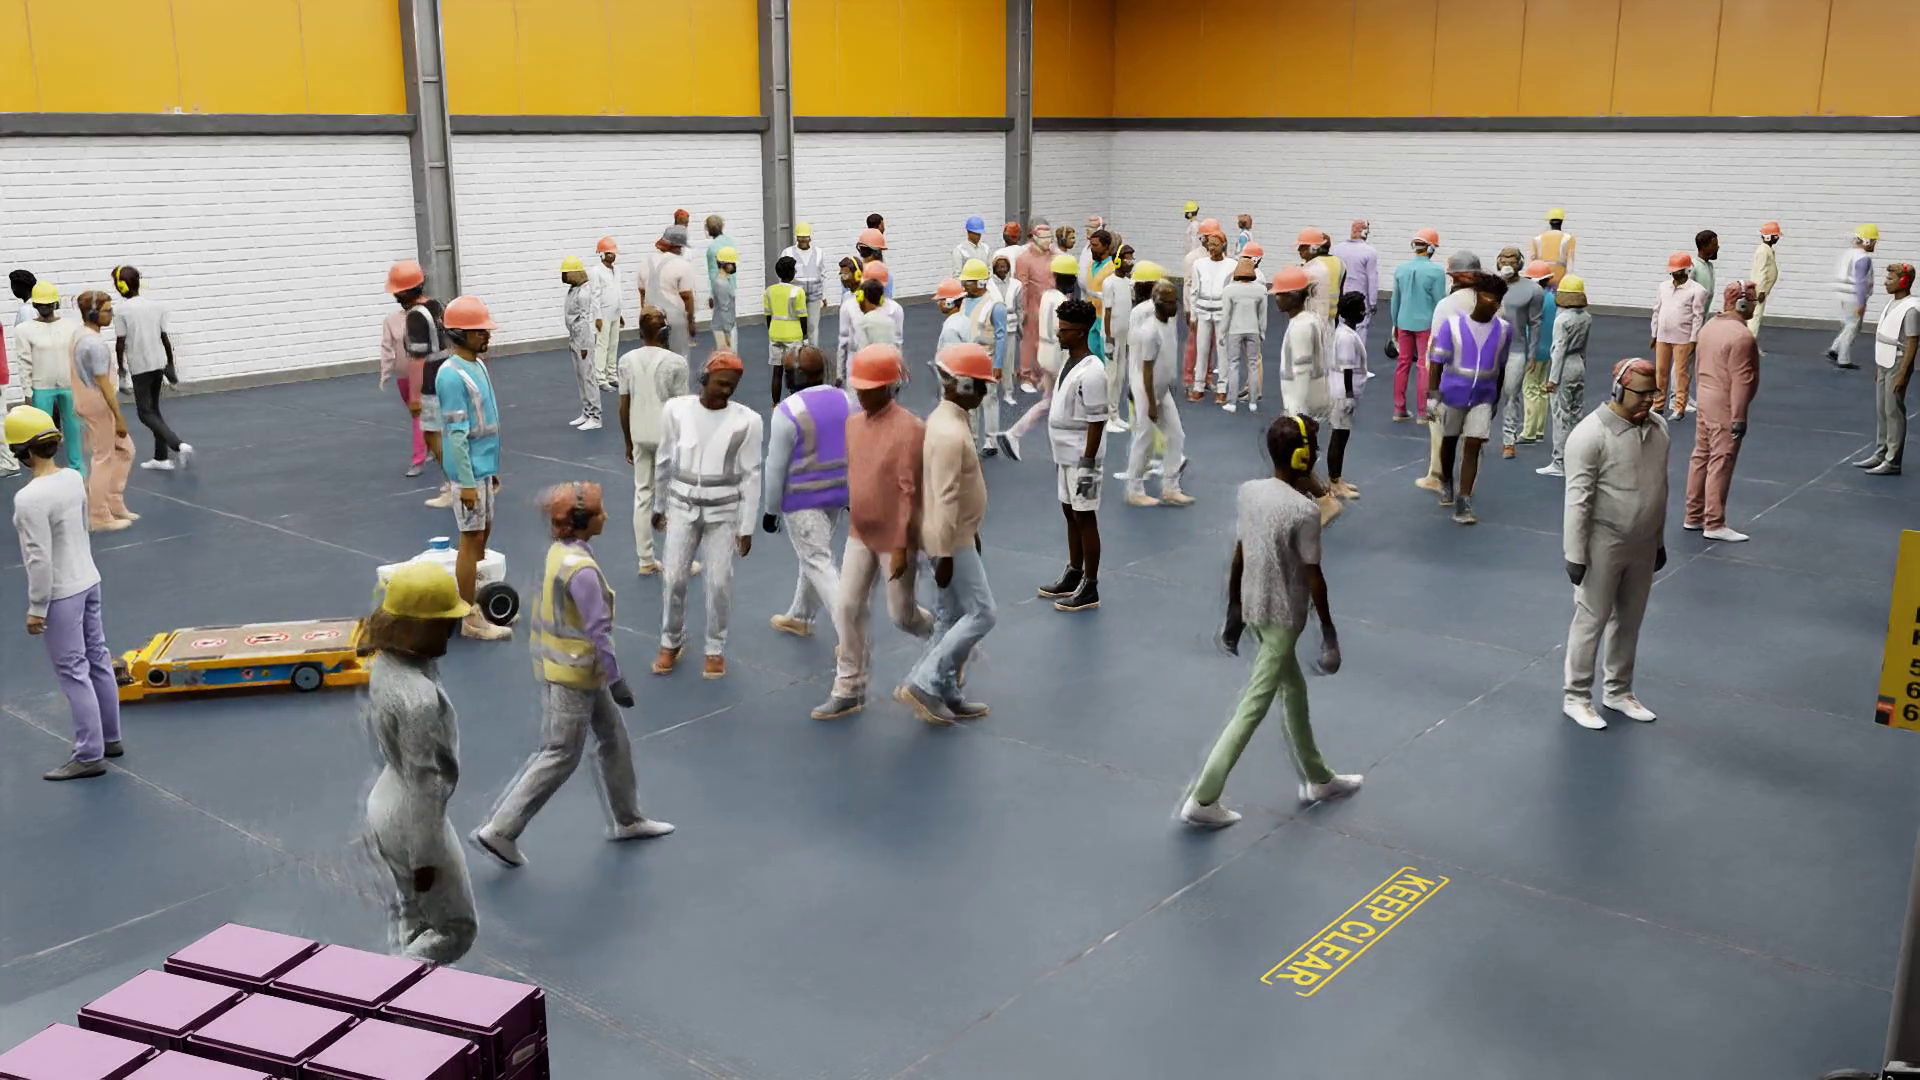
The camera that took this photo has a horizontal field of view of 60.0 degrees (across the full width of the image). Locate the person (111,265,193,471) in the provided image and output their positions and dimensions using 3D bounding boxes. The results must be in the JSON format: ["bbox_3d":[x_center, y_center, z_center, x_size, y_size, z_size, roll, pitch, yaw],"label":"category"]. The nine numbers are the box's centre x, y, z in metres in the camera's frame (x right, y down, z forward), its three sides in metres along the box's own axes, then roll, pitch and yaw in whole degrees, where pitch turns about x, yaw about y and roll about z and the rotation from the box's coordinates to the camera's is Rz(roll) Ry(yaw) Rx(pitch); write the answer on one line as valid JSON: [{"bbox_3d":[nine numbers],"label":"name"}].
[{"bbox_3d":[-7.013,-1.468,14.463,0.713,1.838,0.536,6,15,24],"label":"person"}]

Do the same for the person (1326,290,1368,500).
[{"bbox_3d":[3.168,-1.190,13.628,0.319,1.696,0.532,2,14,9],"label":"person"}]

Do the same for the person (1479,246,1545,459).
[{"bbox_3d":[4.981,-1.714,15.229,0.629,1.940,0.376,6,15,23],"label":"person"}]

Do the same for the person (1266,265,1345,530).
[{"bbox_3d":[2.490,-0.993,12.199,0.569,2.017,0.672,3,14,11],"label":"person"}]

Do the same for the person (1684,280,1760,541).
[{"bbox_3d":[5.657,-0.959,12.277,0.399,1.909,0.642,0,14,-1],"label":"person"}]

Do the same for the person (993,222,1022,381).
[{"bbox_3d":[0.631,-2.833,19.818,0.574,1.881,0.357,-9,17,-32],"label":"person"}]

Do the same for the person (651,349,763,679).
[{"bbox_3d":[-1.387,-0.133,9.125,0.673,1.840,0.372,2,14,6],"label":"person"}]

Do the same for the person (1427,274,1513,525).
[{"bbox_3d":[3.948,-1.118,12.950,0.648,1.904,1.013,2,14,6],"label":"person"}]

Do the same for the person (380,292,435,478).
[{"bbox_3d":[-4.797,-1.475,14.727,0.509,1.718,0.923,2,14,9],"label":"person"}]

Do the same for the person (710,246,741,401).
[{"bbox_3d":[-2.475,-2.228,17.662,0.343,1.755,0.531,-2,14,-9],"label":"person"}]

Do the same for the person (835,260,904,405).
[{"bbox_3d":[-0.761,-1.406,14.053,0.582,1.909,0.430,-1,14,-4],"label":"person"}]

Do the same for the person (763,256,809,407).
[{"bbox_3d":[-1.778,-2.075,17.165,0.535,1.697,0.318,8,16,30],"label":"person"}]

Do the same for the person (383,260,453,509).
[{"bbox_3d":[-4.208,-1.222,13.152,0.527,1.993,0.652,-2,14,-7],"label":"person"}]

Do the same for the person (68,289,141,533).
[{"bbox_3d":[-6.361,-0.956,12.435,0.550,1.824,0.537,-11,18,-38],"label":"person"}]

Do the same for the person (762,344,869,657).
[{"bbox_3d":[-0.820,-0.229,9.607,0.917,1.808,0.627,11,18,38],"label":"person"}]

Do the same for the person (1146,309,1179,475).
[{"bbox_3d":[1.752,-1.392,14.560,0.278,1.634,0.499,-2,14,-9],"label":"person"}]

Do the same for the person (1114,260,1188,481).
[{"bbox_3d":[1.625,-1.389,14.002,0.703,1.909,0.594,10,17,34],"label":"person"}]

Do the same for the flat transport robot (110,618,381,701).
[{"bbox_3d":[-3.907,0.643,9.192,1.431,0.197,0.652,-3,14,-13],"label":"flat transport robot"}]

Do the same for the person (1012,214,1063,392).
[{"bbox_3d":[0.973,-2.773,19.255,0.699,2.000,0.843,-12,18,-39],"label":"person"}]

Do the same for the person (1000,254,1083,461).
[{"bbox_3d":[0.798,-1.602,14.873,0.786,1.904,0.595,-3,14,-13],"label":"person"}]

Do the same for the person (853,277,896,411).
[{"bbox_3d":[-0.659,-1.165,13.269,0.586,1.817,0.550,11,18,38],"label":"person"}]

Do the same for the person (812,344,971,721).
[{"bbox_3d":[-0.344,-0.052,8.563,0.618,1.964,0.846,13,19,42],"label":"person"}]

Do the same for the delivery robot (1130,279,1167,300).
[{"bbox_3d":[3.179,-4.309,28.208,0.707,0.478,0.477,-10,17,-37],"label":"delivery robot"}]

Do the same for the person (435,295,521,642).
[{"bbox_3d":[-2.860,-0.423,9.862,0.376,2.044,0.607,-1,14,-4],"label":"person"}]

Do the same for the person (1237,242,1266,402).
[{"bbox_3d":[3.197,-2.407,18.364,0.335,1.754,0.568,0,14,1],"label":"person"}]

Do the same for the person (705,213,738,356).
[{"bbox_3d":[-2.980,-3.105,20.801,0.367,1.935,0.636,2,14,9],"label":"person"}]

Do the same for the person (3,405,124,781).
[{"bbox_3d":[-4.199,0.247,7.747,0.329,1.765,0.526,-1,14,-3],"label":"person"}]

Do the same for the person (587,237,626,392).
[{"bbox_3d":[-4.028,-2.593,19.113,0.329,1.753,0.560,5,15,20],"label":"person"}]

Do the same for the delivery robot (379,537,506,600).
[{"bbox_3d":[-3.136,0.225,10.096,0.707,0.478,0.477,-13,19,-41],"label":"delivery robot"}]

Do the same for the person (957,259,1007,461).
[{"bbox_3d":[0.156,-1.639,15.150,0.403,1.828,0.596,-13,19,-42],"label":"person"}]

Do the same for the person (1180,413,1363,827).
[{"bbox_3d":[1.390,0.354,7.226,0.997,1.821,0.544,-6,15,-23],"label":"person"}]

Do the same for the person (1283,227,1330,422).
[{"bbox_3d":[3.573,-2.200,17.059,0.396,1.992,0.622,-1,14,-6],"label":"person"}]

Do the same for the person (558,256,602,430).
[{"bbox_3d":[-3.832,-1.981,16.717,0.346,1.738,0.486,-8,16,-28],"label":"person"}]

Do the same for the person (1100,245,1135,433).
[{"bbox_3d":[1.569,-1.996,16.528,0.327,1.862,0.503,9,17,32],"label":"person"}]

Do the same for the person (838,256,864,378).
[{"bbox_3d":[-0.936,-1.634,15.089,0.347,1.855,0.532,-11,18,-37],"label":"person"}]

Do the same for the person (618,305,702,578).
[{"bbox_3d":[-2.028,-0.647,11.156,0.506,1.846,0.348,4,15,15],"label":"person"}]

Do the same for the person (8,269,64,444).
[{"bbox_3d":[-8.721,-1.708,15.719,0.320,1.686,0.539,-5,15,-18],"label":"person"}]
